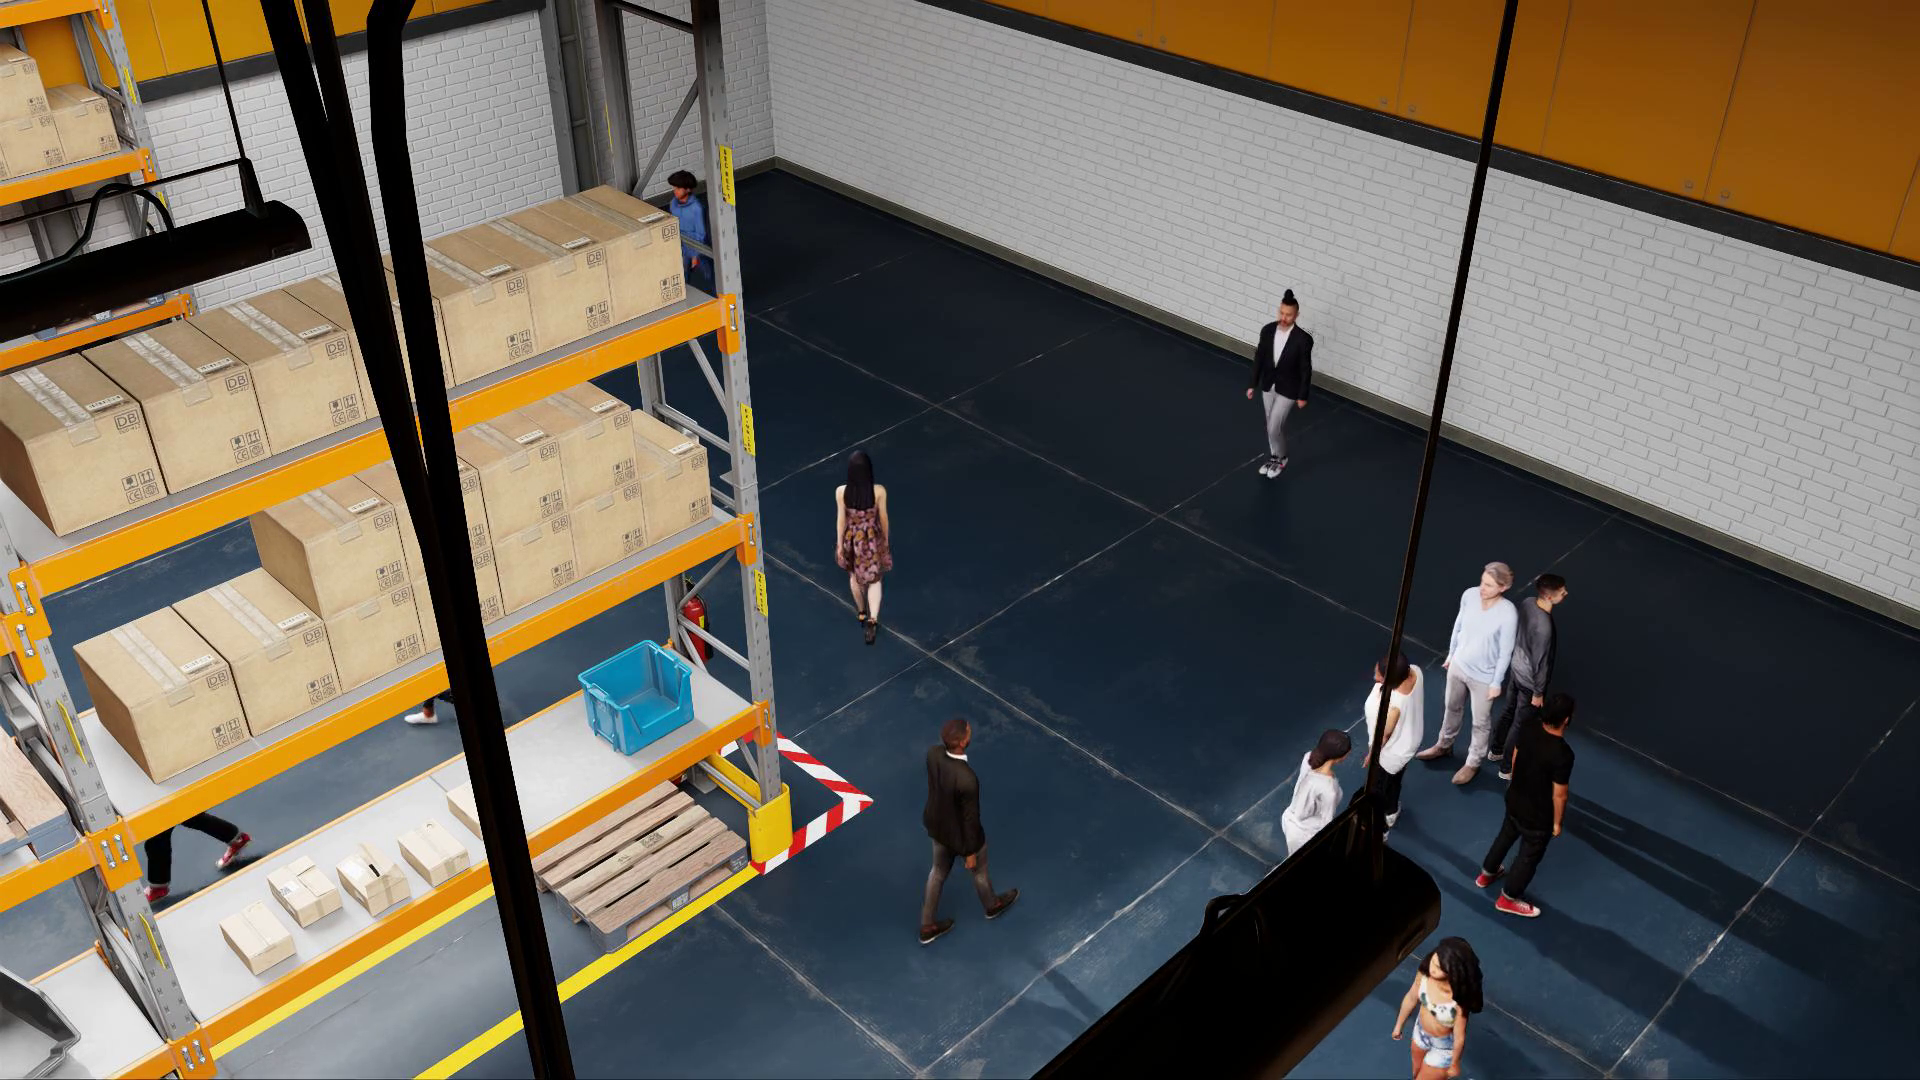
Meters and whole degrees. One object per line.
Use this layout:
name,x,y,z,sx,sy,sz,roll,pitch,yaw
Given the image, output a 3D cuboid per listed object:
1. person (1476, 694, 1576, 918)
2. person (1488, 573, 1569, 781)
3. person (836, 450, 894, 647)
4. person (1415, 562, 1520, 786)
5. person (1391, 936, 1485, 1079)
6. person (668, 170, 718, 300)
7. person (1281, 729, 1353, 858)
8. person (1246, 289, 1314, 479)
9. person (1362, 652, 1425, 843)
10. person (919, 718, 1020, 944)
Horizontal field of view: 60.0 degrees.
person,3.789,1.750,10.999,0.737,1.743,0.763,-9,35,-14
person,4.153,0.983,12.138,0.743,1.761,0.694,-2,34,-2
person,-0.779,0.106,13.461,1.021,1.757,1.055,-2,34,-4
person,3.757,0.936,12.088,0.646,1.893,0.704,-20,38,-27
person,2.764,2.845,9.470,0.718,1.612,0.668,-16,37,-22
person,-2.897,-3.277,18.541,0.872,1.767,1.190,18,38,25
person,2.153,1.911,10.750,0.881,1.751,0.820,-6,34,-9
person,3.097,-1.505,15.718,0.659,1.940,0.723,-26,41,-33
person,3.044,1.385,11.623,0.623,1.661,0.874,-24,41,-32
person,-0.091,1.912,10.731,1.015,1.771,0.739,-24,41,-32
